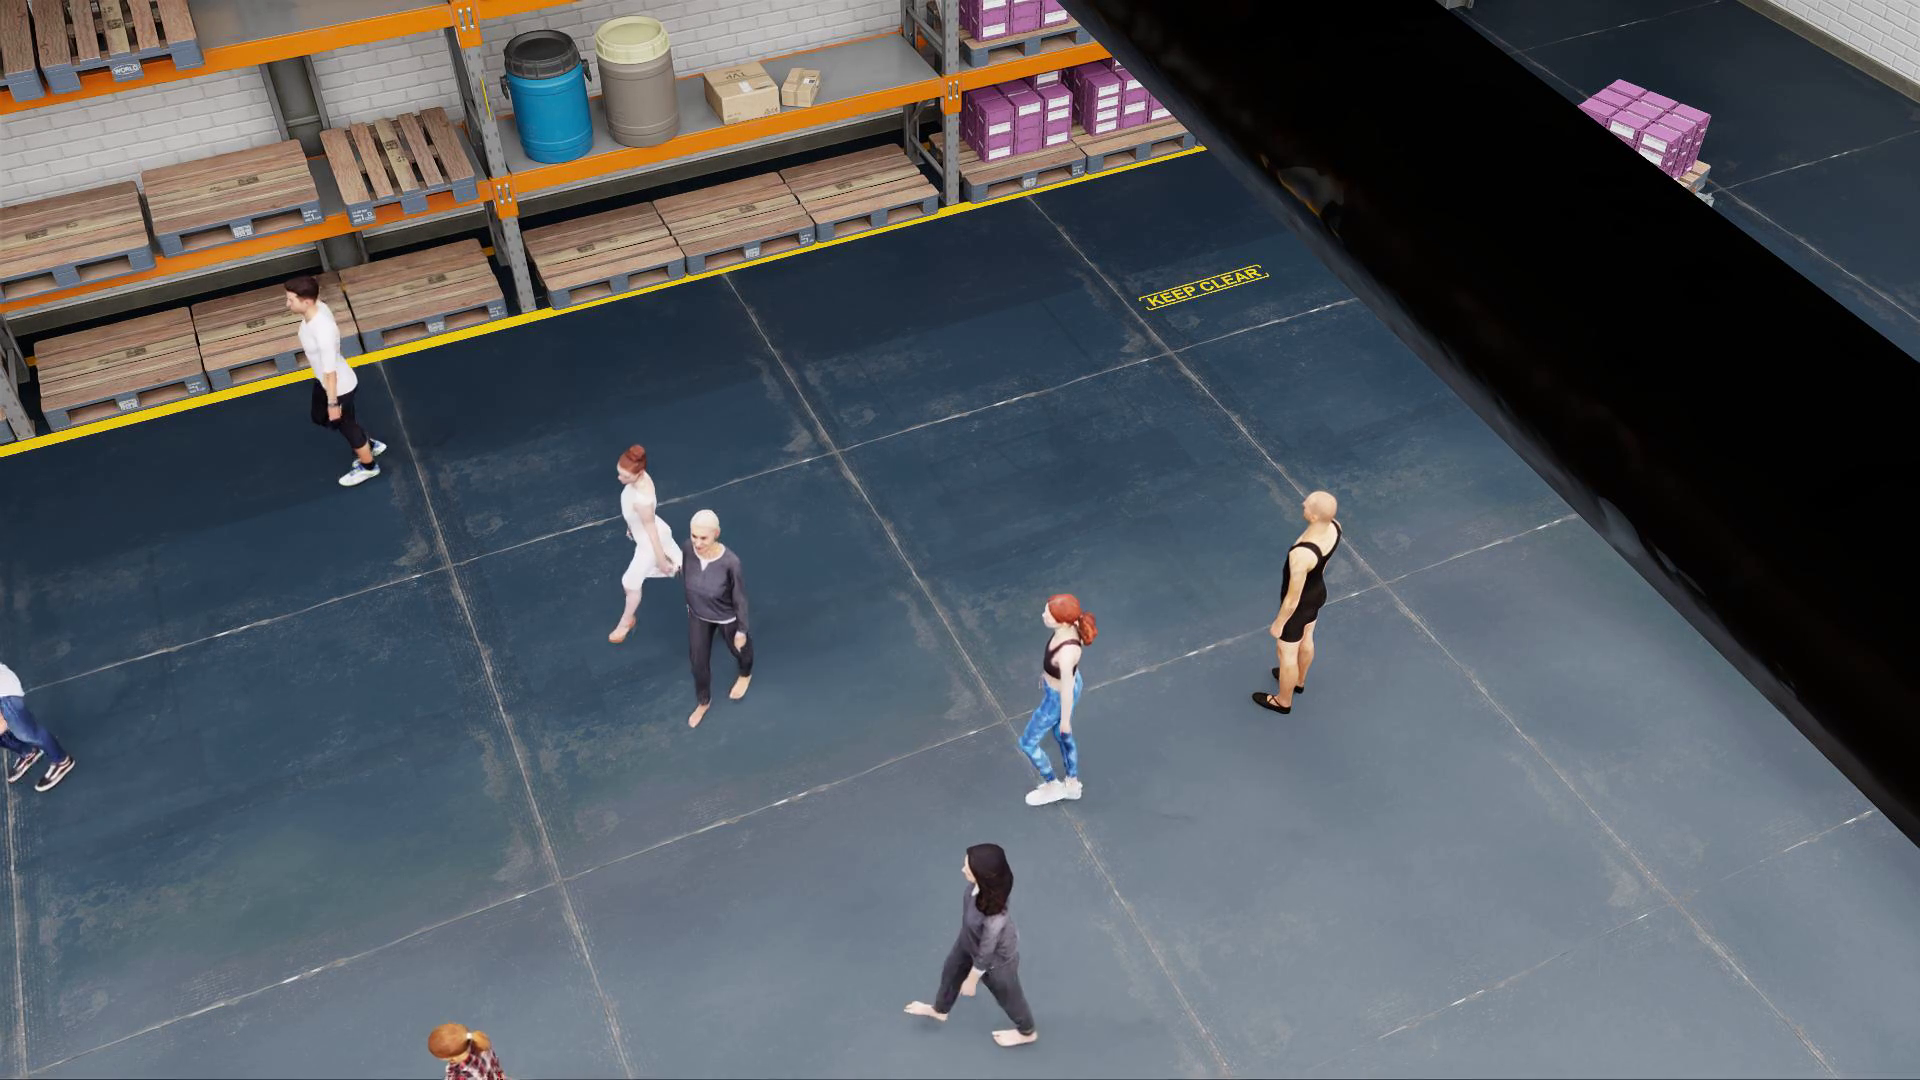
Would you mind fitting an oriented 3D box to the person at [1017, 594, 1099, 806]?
[{"bbox_3d":[0.687,0.969,9.902,0.781,1.773,0.717,8,44,8],"label":"person"}]

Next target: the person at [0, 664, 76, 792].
[{"bbox_3d":[-5.801,0.845,10.087,0.757,1.697,0.793,21,47,20],"label":"person"}]

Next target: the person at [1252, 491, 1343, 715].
[{"bbox_3d":[2.155,0.393,10.475,0.780,1.816,0.630,27,50,26],"label":"person"}]

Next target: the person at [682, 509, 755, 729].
[{"bbox_3d":[-1.509,0.381,10.563,0.924,1.713,0.987,14,45,15],"label":"person"}]

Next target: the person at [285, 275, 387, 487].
[{"bbox_3d":[-4.474,-1.184,12.112,0.682,1.841,0.718,-20,47,-20],"label":"person"}]

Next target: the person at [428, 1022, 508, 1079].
[{"bbox_3d":[-2.339,2.813,8.320,0.945,1.285,0.775,3,44,4],"label":"person"}]

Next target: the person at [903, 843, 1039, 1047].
[{"bbox_3d":[0.255,2.144,8.694,1.076,1.739,0.874,-1,44,-1],"label":"person"}]
